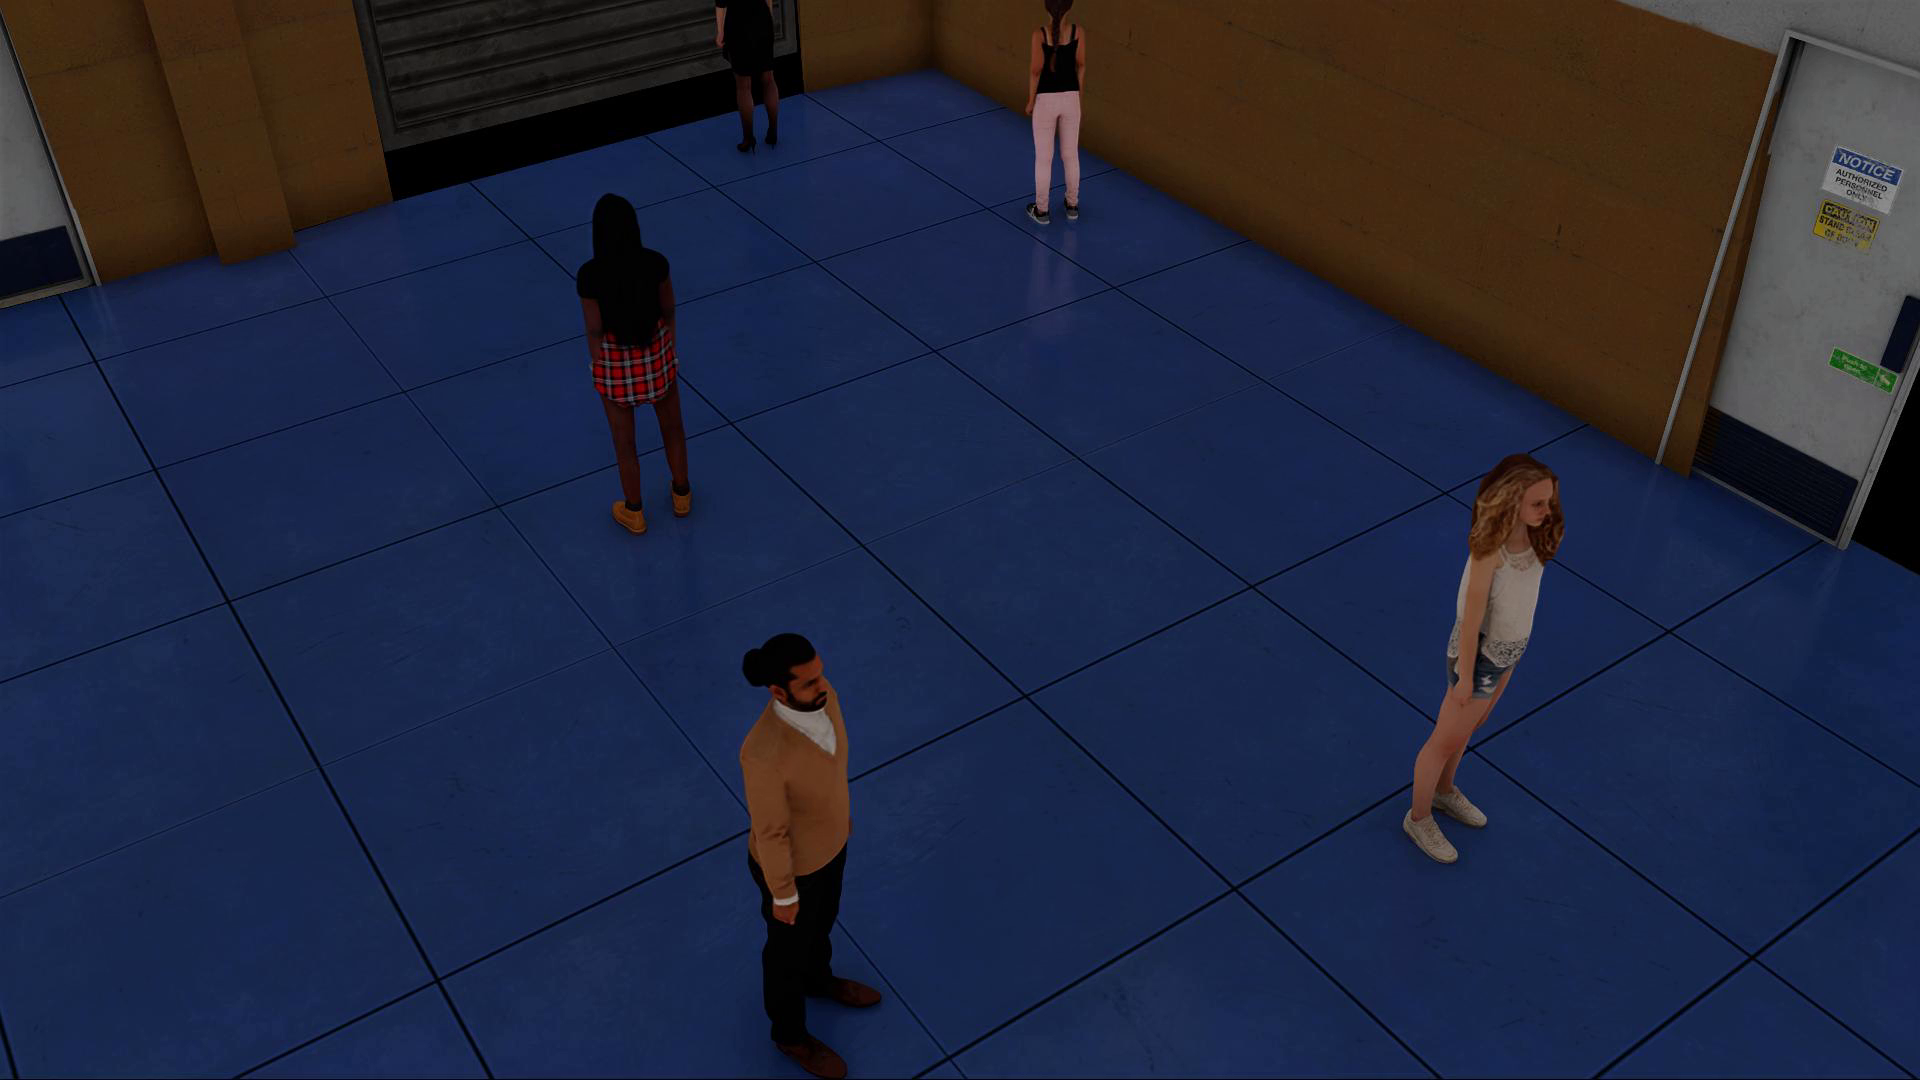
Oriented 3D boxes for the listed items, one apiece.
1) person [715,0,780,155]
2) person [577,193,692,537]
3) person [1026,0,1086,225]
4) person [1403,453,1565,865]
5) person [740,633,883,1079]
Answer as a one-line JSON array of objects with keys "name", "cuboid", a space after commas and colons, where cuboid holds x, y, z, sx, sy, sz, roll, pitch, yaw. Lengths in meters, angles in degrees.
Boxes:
[{"name": "person", "cuboid": [-1.443, -3.472, 11.338, 0.448, 1.706, 0.657, -20, 41, -24]}, {"name": "person", "cuboid": [-1.519, -0.814, 7.792, 0.541, 1.729, 0.670, -20, 41, -24]}, {"name": "person", "cuboid": [0.614, -2.760, 10.522, 0.565, 1.565, 0.673, -7, 38, -10]}, {"name": "person", "cuboid": [1.902, 0.426, 6.114, 0.679, 1.759, 0.522, 29, 46, 33]}, {"name": "person", "cuboid": [-0.510, 0.996, 5.360, 0.819, 1.753, 0.726, 12, 39, 16]}]
